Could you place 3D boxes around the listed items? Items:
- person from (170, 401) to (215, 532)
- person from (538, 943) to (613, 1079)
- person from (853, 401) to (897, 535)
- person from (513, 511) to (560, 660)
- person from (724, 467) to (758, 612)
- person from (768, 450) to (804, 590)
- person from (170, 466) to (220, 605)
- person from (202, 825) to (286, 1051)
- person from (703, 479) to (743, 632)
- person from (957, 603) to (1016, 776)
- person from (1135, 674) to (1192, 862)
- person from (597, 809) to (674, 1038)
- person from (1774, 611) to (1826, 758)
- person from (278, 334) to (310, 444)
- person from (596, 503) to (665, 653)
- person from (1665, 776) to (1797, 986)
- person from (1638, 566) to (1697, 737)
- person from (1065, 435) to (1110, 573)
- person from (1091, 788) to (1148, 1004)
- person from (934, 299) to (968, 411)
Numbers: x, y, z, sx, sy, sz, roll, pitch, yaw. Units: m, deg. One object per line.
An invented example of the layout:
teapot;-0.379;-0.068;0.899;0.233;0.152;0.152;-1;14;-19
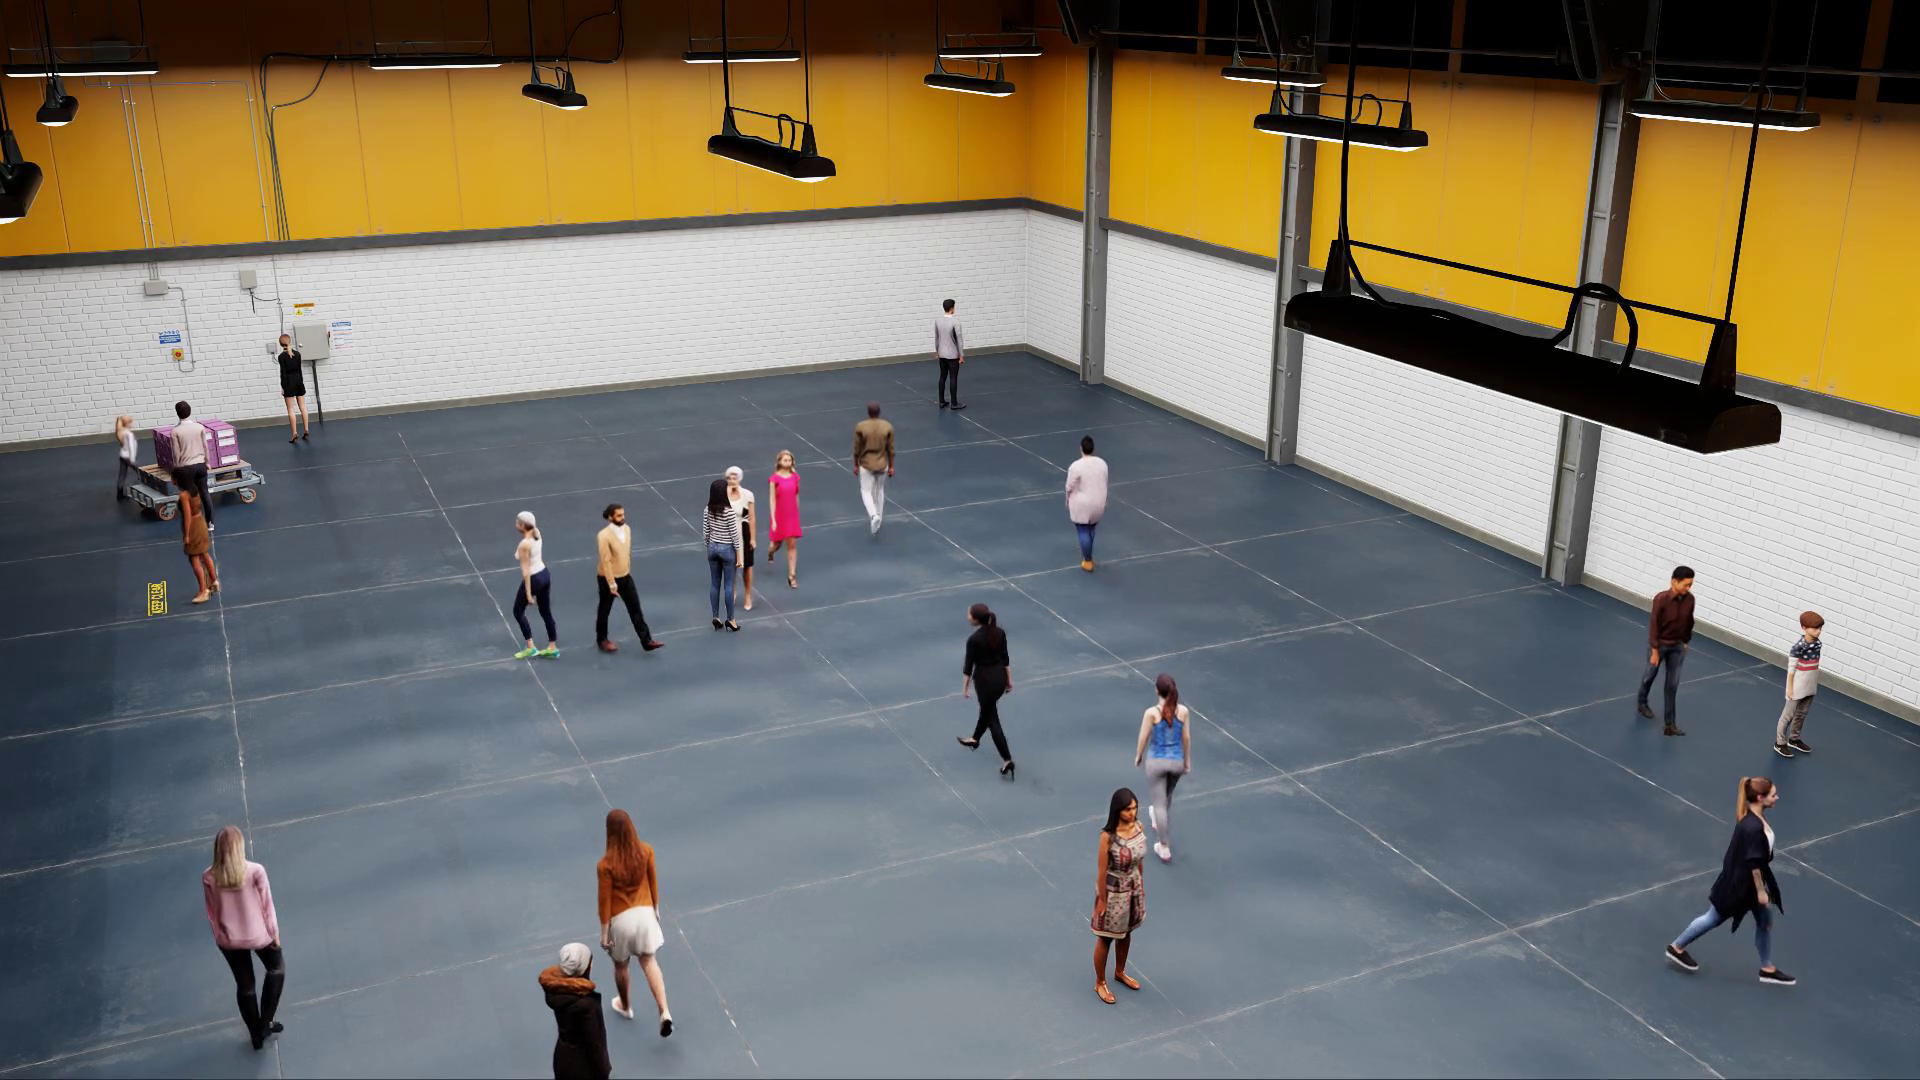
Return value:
person;-10.354;-0.988;22.416;0.666;1.809;0.697;17;25;41
person;-2.339;3.210;10.229;0.741;1.631;0.605;-14;23;-35
person;-1.151;-0.949;22.311;0.830;1.802;0.982;-4;19;-13
person;-4.554;0.509;18.163;0.837;1.686;0.776;6;20;17
person;-2.633;-0.023;19.634;0.702;1.755;0.704;2;19;6
person;-2.200;-0.286;20.493;0.583;1.705;0.937;-10;21;-27
person;-9.181;-0.087;19.956;0.746;1.671;0.544;-2;19;-5
person;-4.930;2.776;11.441;0.704;1.679;0.694;-2;19;-5
person;-2.717;0.176;18.982;0.647;1.794;0.734;9;21;25
person;0.338;1.428;15.555;0.840;1.608;1.152;-14;23;-35
person;1.755;1.943;14.077;0.717;1.575;1.035;-4;19;-12
person;-2.263;2.698;11.641;0.704;1.701;1.025;-12;22;-32
person;8.102;1.366;16.004;0.513;1.439;0.471;-9;20;-24
person;-10.778;-2.457;26.842;0.680;1.768;0.657;11;22;30
person;-3.865;0.438;18.333;1.213;1.713;1.018;13;22;33
person;5.675;2.518;12.267;1.201;1.641;1.023;11;21;29
person;6.946;1.046;16.522;0.918;1.715;1.198;-2;19;-6
person;1.633;-0.444;20.939;0.762;1.721;0.966;-6;19;-17
person;1.170;2.558;12.144;0.694;1.645;0.604;-14;23;-36
person;-0.200;-3.239;28.921;0.742;1.921;0.894;14;23;35
